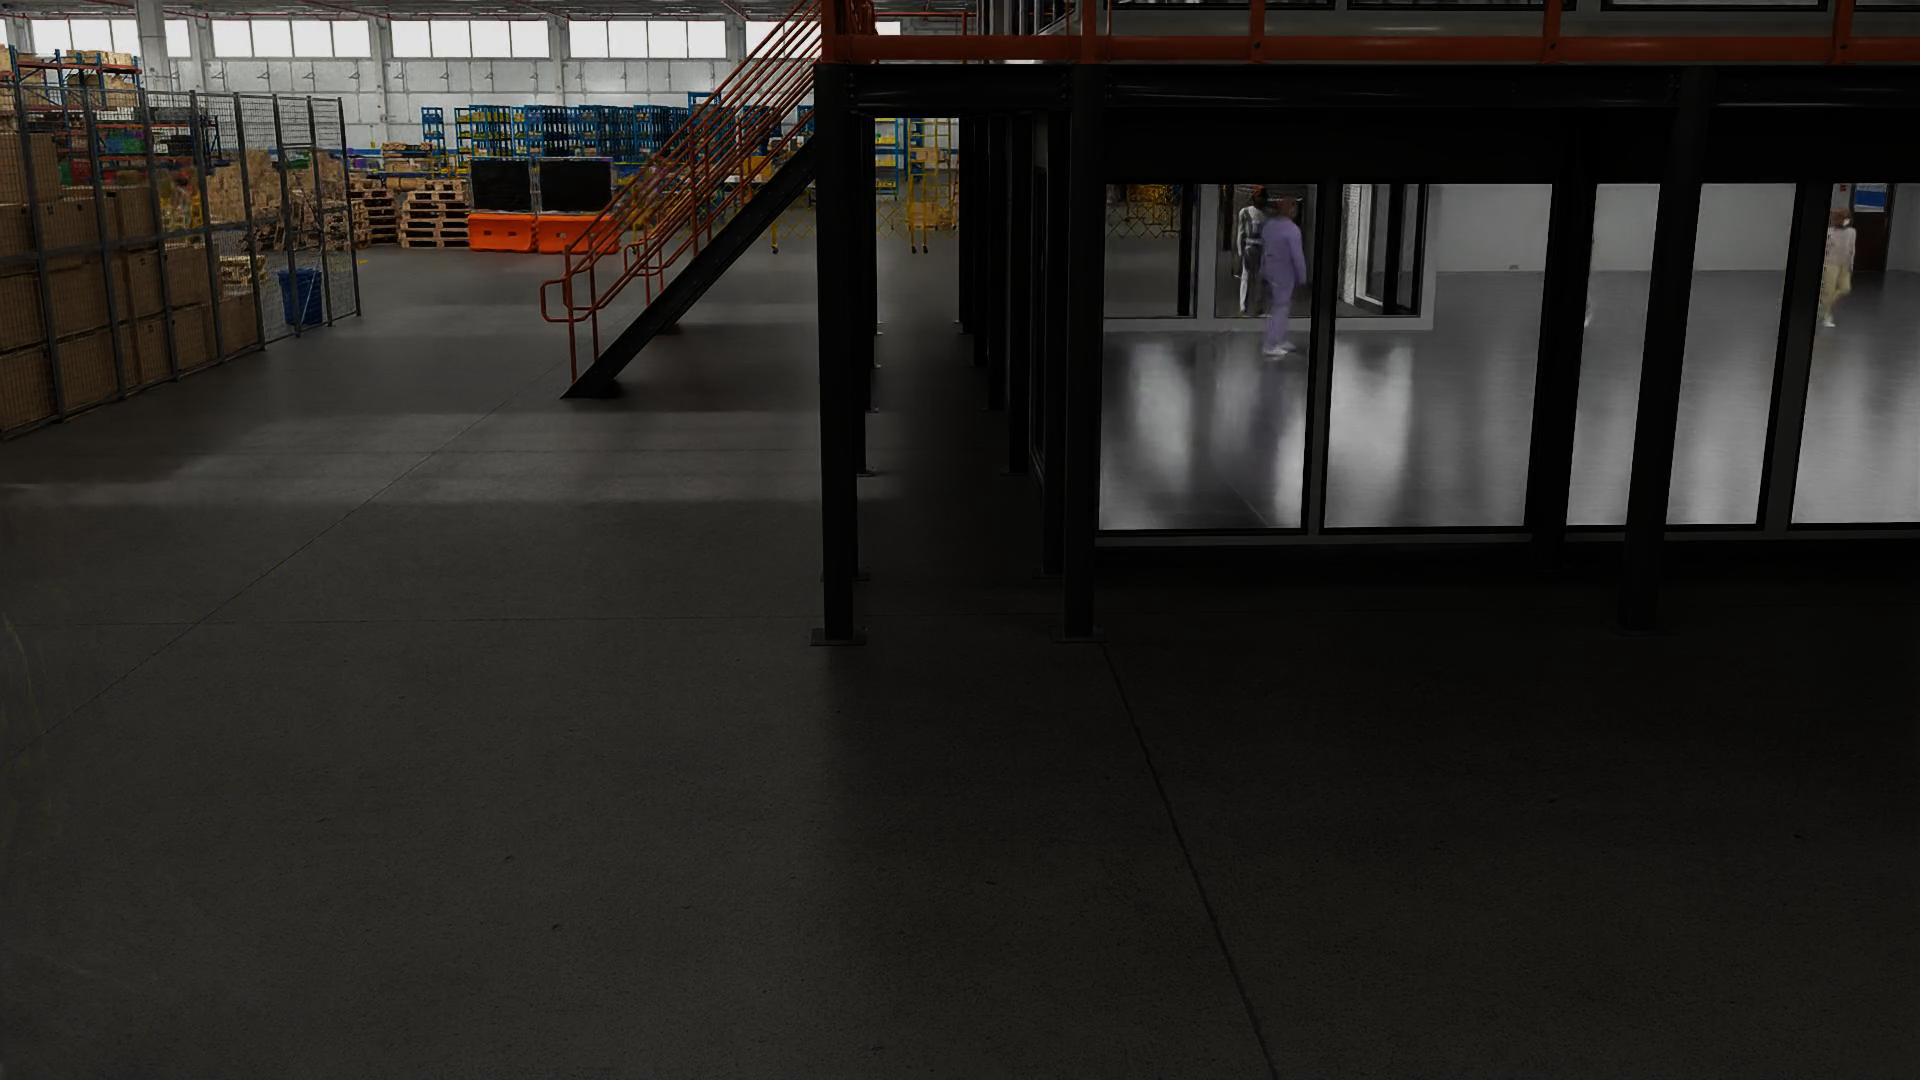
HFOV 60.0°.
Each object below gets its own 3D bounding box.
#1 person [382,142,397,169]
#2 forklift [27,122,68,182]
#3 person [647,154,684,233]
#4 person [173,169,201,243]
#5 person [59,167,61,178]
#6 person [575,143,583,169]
[{"bbox_3d":[-26.240,-17.318,76.485,0.621,1.925,0.661,-7,16,-28],"label":"person"},{"bbox_3d":[-35.376,-14.773,64.377,1.129,2.768,1.873,-1,14,-2],"label":"forklift"},{"bbox_3d":[-7.546,-8.821,42.394,1.038,1.981,0.650,-3,14,-13],"label":"person"},{"bbox_3d":[-14.458,-5.961,31.125,0.563,1.917,0.555,-4,15,-14],"label":"person"},{"bbox_3d":[-31.257,-12.389,57.399,0.280,1.624,0.494,8,16,28],"label":"person"},{"bbox_3d":[-19.195,-19.127,83.939,0.406,1.824,0.585,-10,17,-34],"label":"person"}]
